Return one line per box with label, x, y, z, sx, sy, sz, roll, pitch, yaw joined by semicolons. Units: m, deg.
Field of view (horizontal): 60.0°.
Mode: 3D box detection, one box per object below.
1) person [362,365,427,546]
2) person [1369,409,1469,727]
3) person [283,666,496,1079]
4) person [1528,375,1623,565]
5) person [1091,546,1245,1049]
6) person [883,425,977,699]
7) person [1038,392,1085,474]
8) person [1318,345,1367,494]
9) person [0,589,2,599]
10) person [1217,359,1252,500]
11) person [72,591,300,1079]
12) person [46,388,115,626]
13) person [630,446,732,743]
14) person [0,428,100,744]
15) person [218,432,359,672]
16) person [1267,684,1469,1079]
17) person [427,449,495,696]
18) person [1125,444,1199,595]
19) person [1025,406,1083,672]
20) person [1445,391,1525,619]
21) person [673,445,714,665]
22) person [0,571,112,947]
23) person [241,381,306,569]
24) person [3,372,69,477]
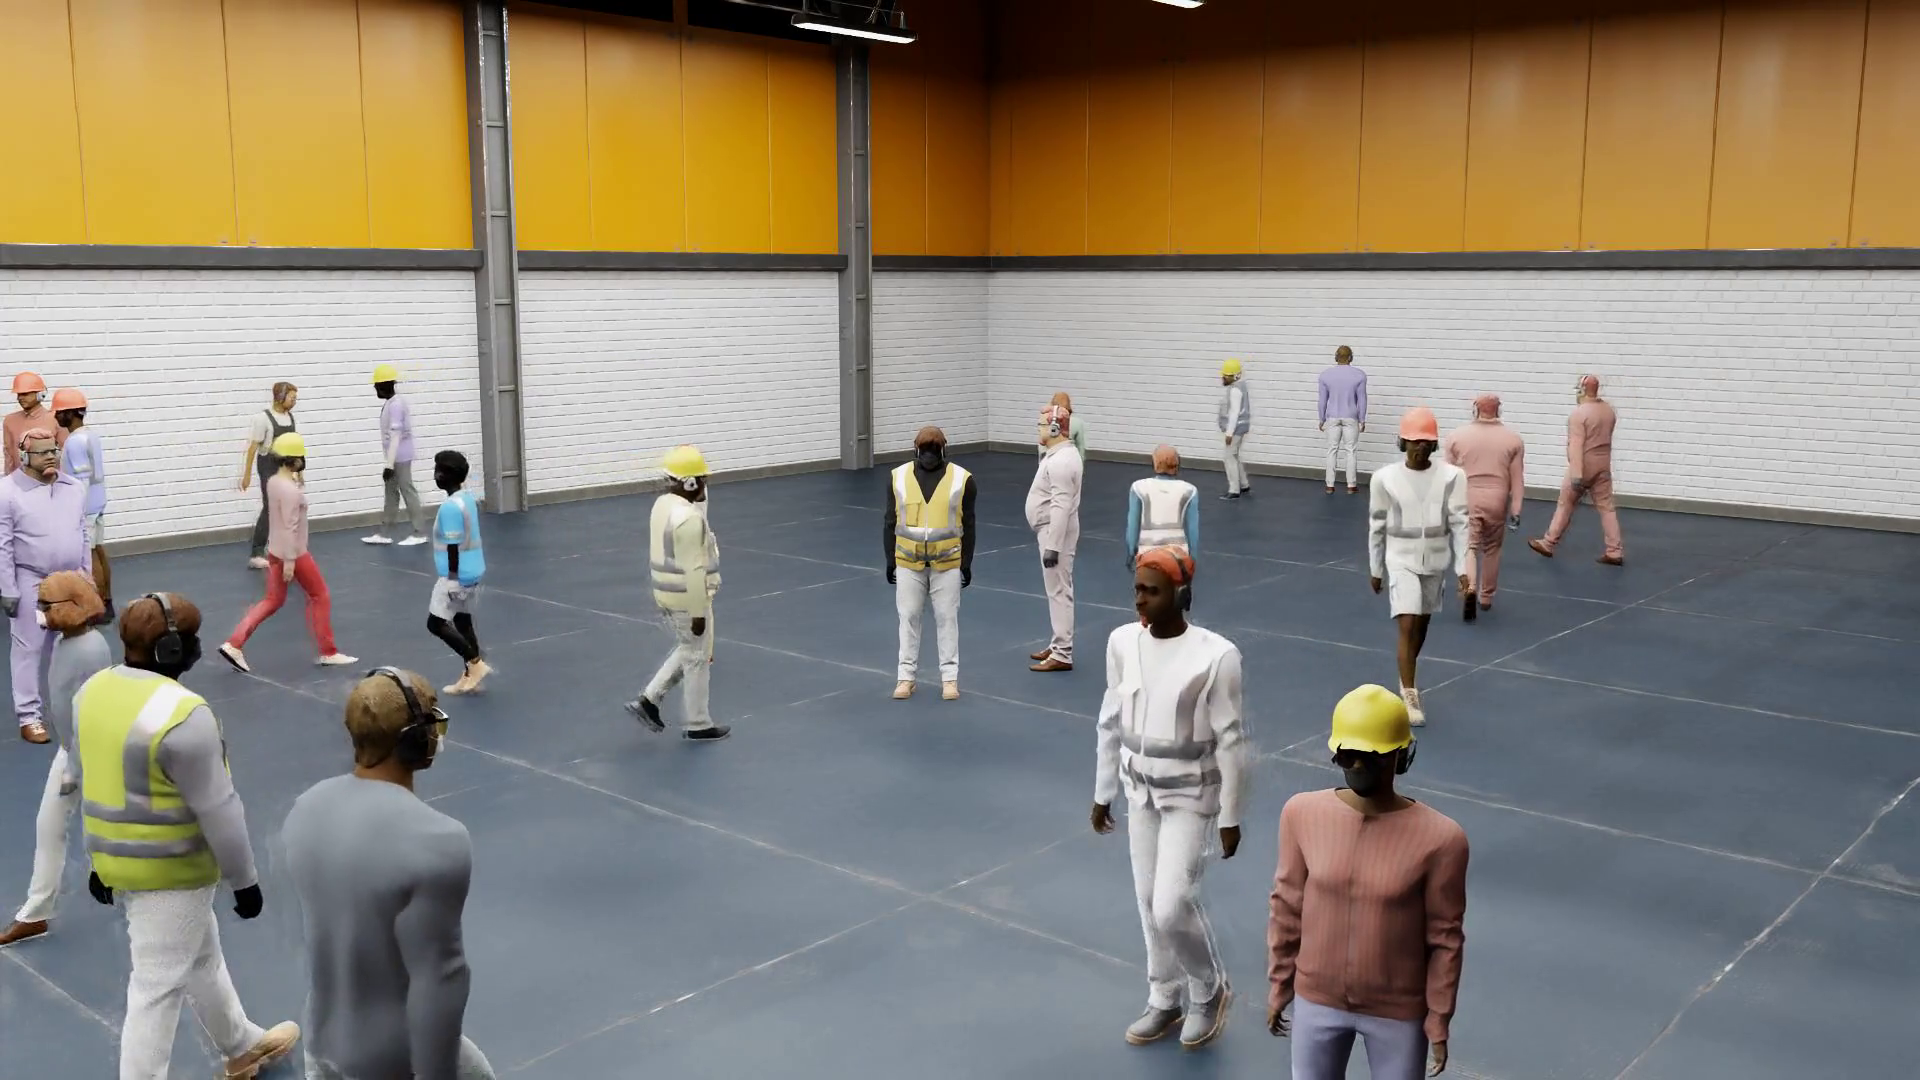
person;-5.928;-0.872;17.387;0.542;1.923;0.628;-4;10;-25
person;2.953;0.135;10.797;0.606;1.993;1.069;1;9;3
person;-1.359;1.234;4.195;0.654;1.881;1.032;6;11;32
person;6.165;-0.699;16.437;0.655;1.856;1.004;-5;10;-30
person;0.741;0.948;6.050;0.429;1.870;0.594;-8;12;-42
person;-0.205;0.152;11.132;0.627;1.844;0.429;1;9;4
person;1.078;-0.784;17.793;0.518;1.579;0.868;-1;9;-5
person;4.959;-1.558;21.581;0.627;1.934;0.372;3;10;20
person;-7.805;-0.186;13.027;0.588;1.913;0.589;2;9;14
person;3.480;-1.400;21.048;0.471;1.790;0.684;1;9;9
person;-2.523;1.056;5.554;0.651;1.807;0.866;7;11;36
person;-7.120;-0.266;13.458;0.378;1.932;0.551;-2;9;-15
person;-1.669;0.341;9.998;0.493;1.822;0.611;-5;10;-28
person;-5.578;0.268;10.194;0.402;1.910;0.638;4;10;26
person;-4.858;0.089;11.888;0.872;1.726;0.524;-8;12;-40
person;1.076;1.249;4.477;0.522;1.769;0.310;4;10;26
person;-3.364;0.234;11.092;0.369;1.680;0.554;-1;9;-4
person;1.457;0.130;11.947;0.534;1.619;0.494;0;9;0
person;0.672;-0.013;11.960;0.408;1.908;0.646;1;9;5
person;4.341;-0.289;13.808;0.648;1.877;0.845;2;9;11
person;-1.924;0.134;11.890;0.279;1.634;0.499;1;9;4
person;-3.734;0.909;7.175;0.506;1.587;0.870;8;12;41
person;-6.657;-0.630;16.197;0.376;1.809;0.609;3;9;16
person;-8.100;-0.483;14.633;0.612;1.995;0.393;0;9;3
